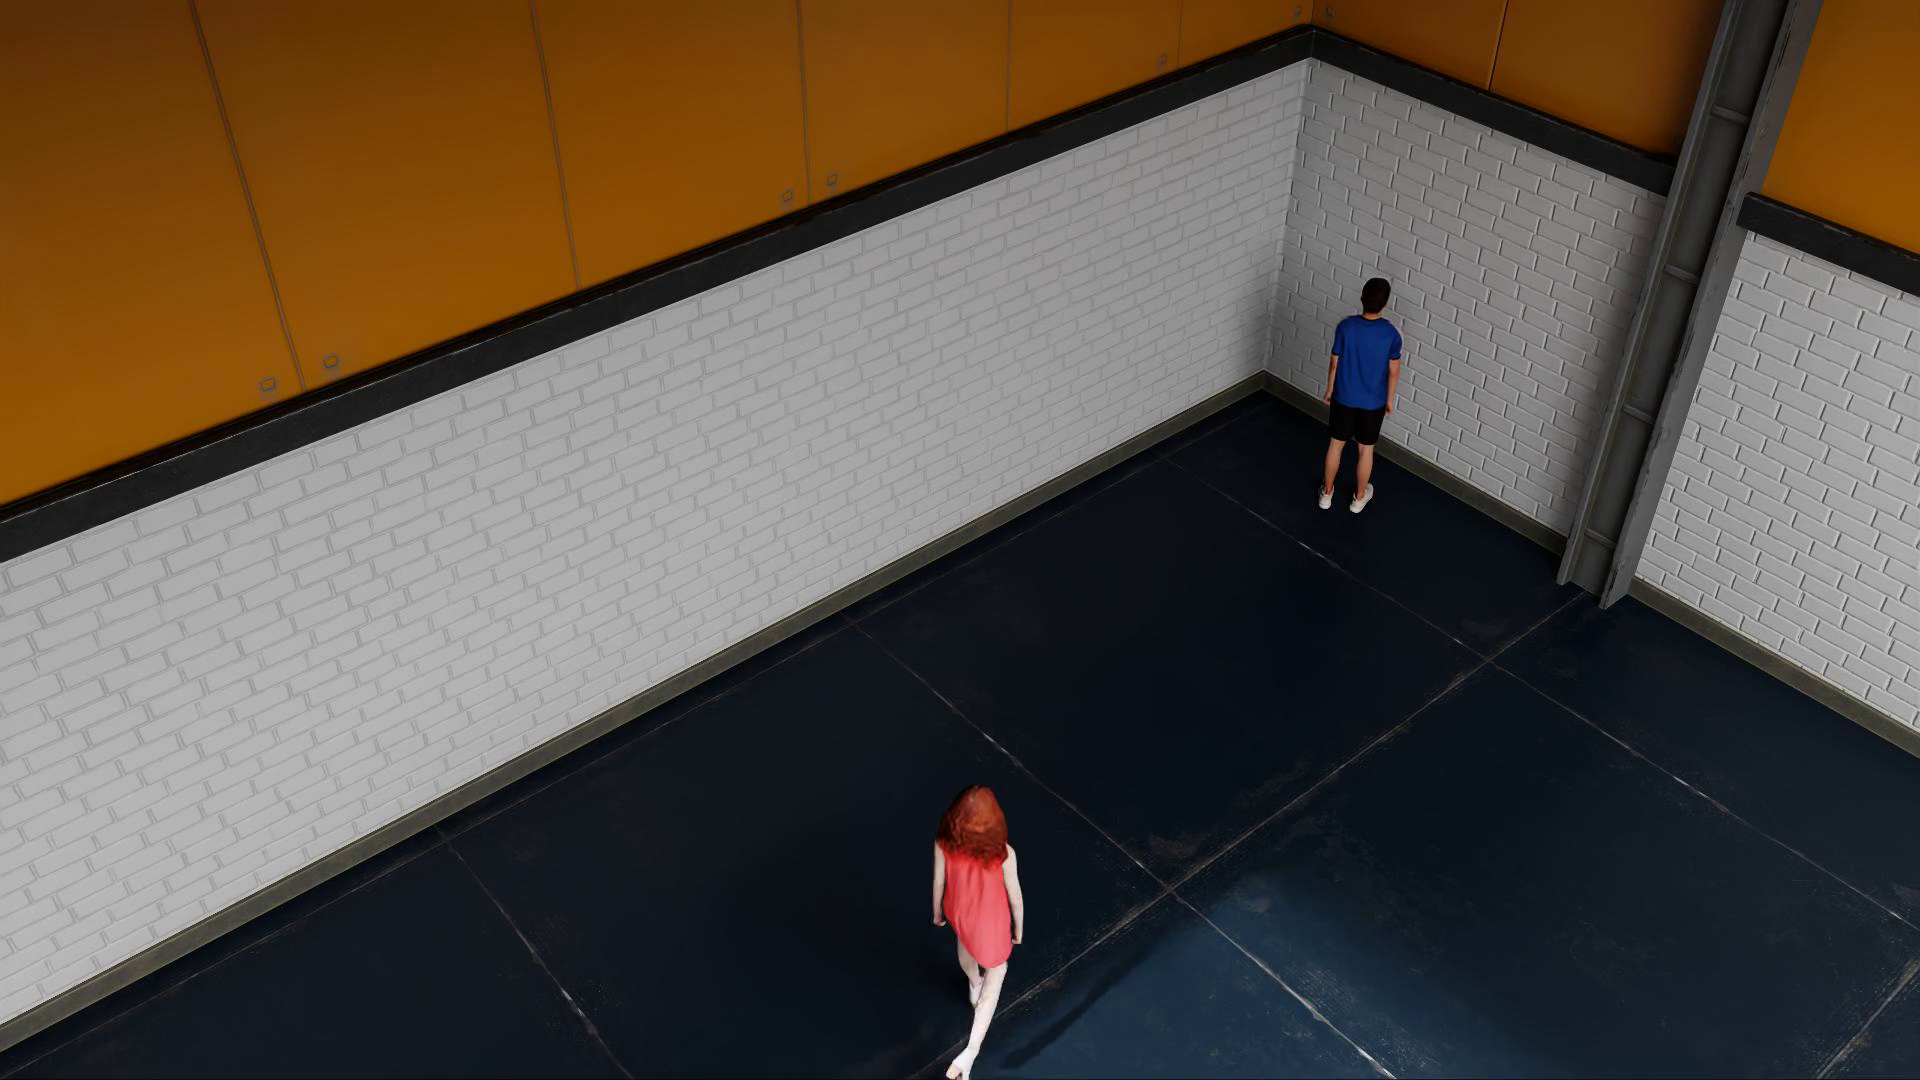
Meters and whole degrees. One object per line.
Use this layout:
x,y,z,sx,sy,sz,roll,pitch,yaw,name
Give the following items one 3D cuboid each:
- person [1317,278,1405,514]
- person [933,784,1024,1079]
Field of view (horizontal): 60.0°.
2.828,-1.027,11.791,0.705,1.866,0.807,11,40,13,person
0.067,1.925,8.143,1.089,1.804,1.022,12,40,14,person
